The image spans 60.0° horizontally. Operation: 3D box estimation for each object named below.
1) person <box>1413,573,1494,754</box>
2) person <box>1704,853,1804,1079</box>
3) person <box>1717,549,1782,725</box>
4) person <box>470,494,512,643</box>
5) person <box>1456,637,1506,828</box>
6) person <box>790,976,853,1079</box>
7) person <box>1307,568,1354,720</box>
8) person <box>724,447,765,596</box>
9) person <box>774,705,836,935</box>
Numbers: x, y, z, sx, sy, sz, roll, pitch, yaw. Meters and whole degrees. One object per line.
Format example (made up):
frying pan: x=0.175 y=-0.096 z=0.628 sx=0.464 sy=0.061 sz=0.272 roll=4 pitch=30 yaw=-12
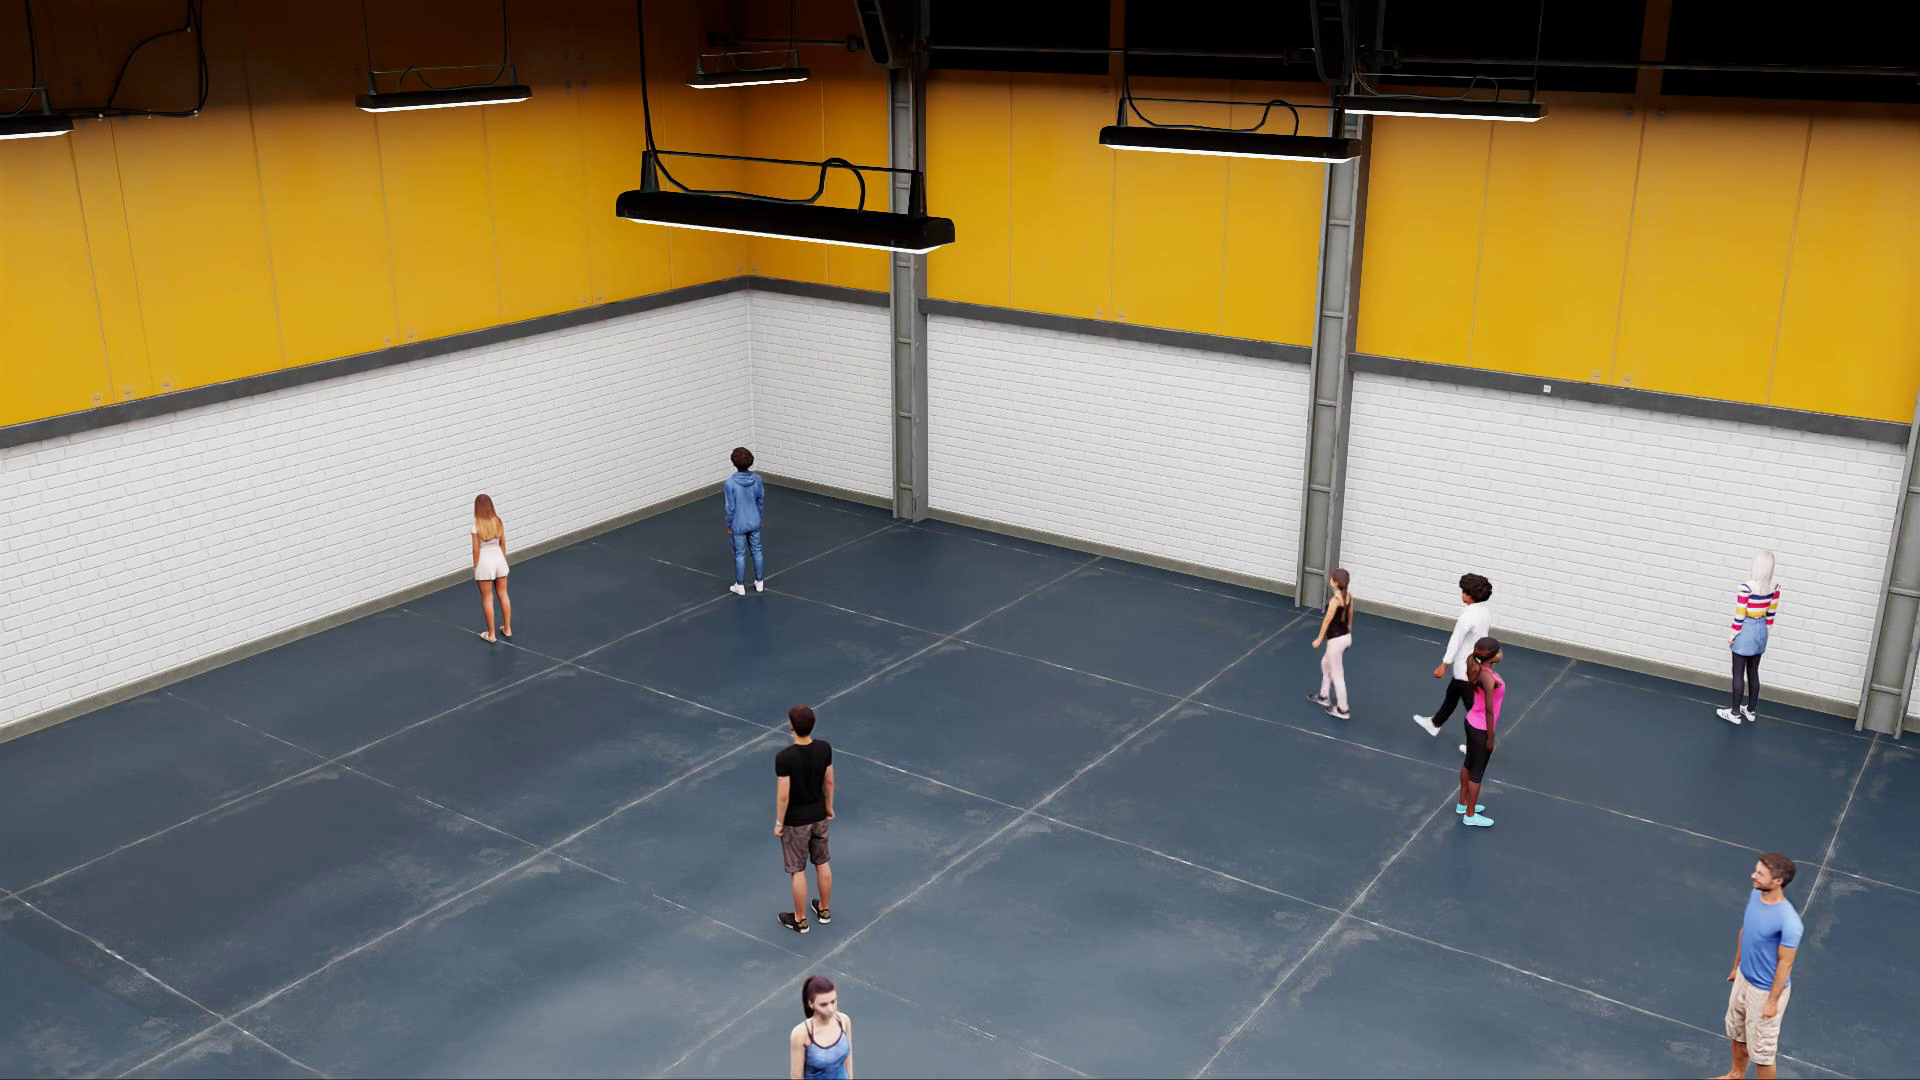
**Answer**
person: x=4.883 y=1.220 z=15.721 sx=1.052 sy=1.771 sz=0.666 roll=14 pitch=23 yaw=36
person: x=5.171 y=2.853 z=10.728 sx=0.769 sy=1.862 sz=0.730 roll=-2 pitch=19 yaw=-5
person: x=7.844 y=0.940 z=16.494 sx=0.715 sy=1.809 sz=0.733 roll=-6 pitch=19 yaw=-17
person: x=-5.245 y=0.295 z=18.585 sx=0.618 sy=1.697 sz=0.622 roll=-16 pitch=24 yaw=-39
person: x=4.538 y=1.647 z=14.526 sx=0.695 sy=1.723 sz=0.653 roll=1 pitch=19 yaw=2
person: x=-0.800 y=3.296 z=9.808 sx=0.636 sy=1.610 sz=0.652 roll=-13 pitch=22 yaw=-33
person: x=3.827 y=1.046 z=16.592 sx=0.784 sy=1.545 sz=0.554 roll=14 pitch=23 yaw=36
person: x=-2.582 y=-0.238 z=19.987 sx=0.757 sy=1.811 sz=0.736 roll=-10 pitch=21 yaw=-28
person: x=-1.202 y=2.139 z=12.850 sx=0.755 sy=1.861 sz=0.690 roll=-13 pitch=23 yaw=-35
